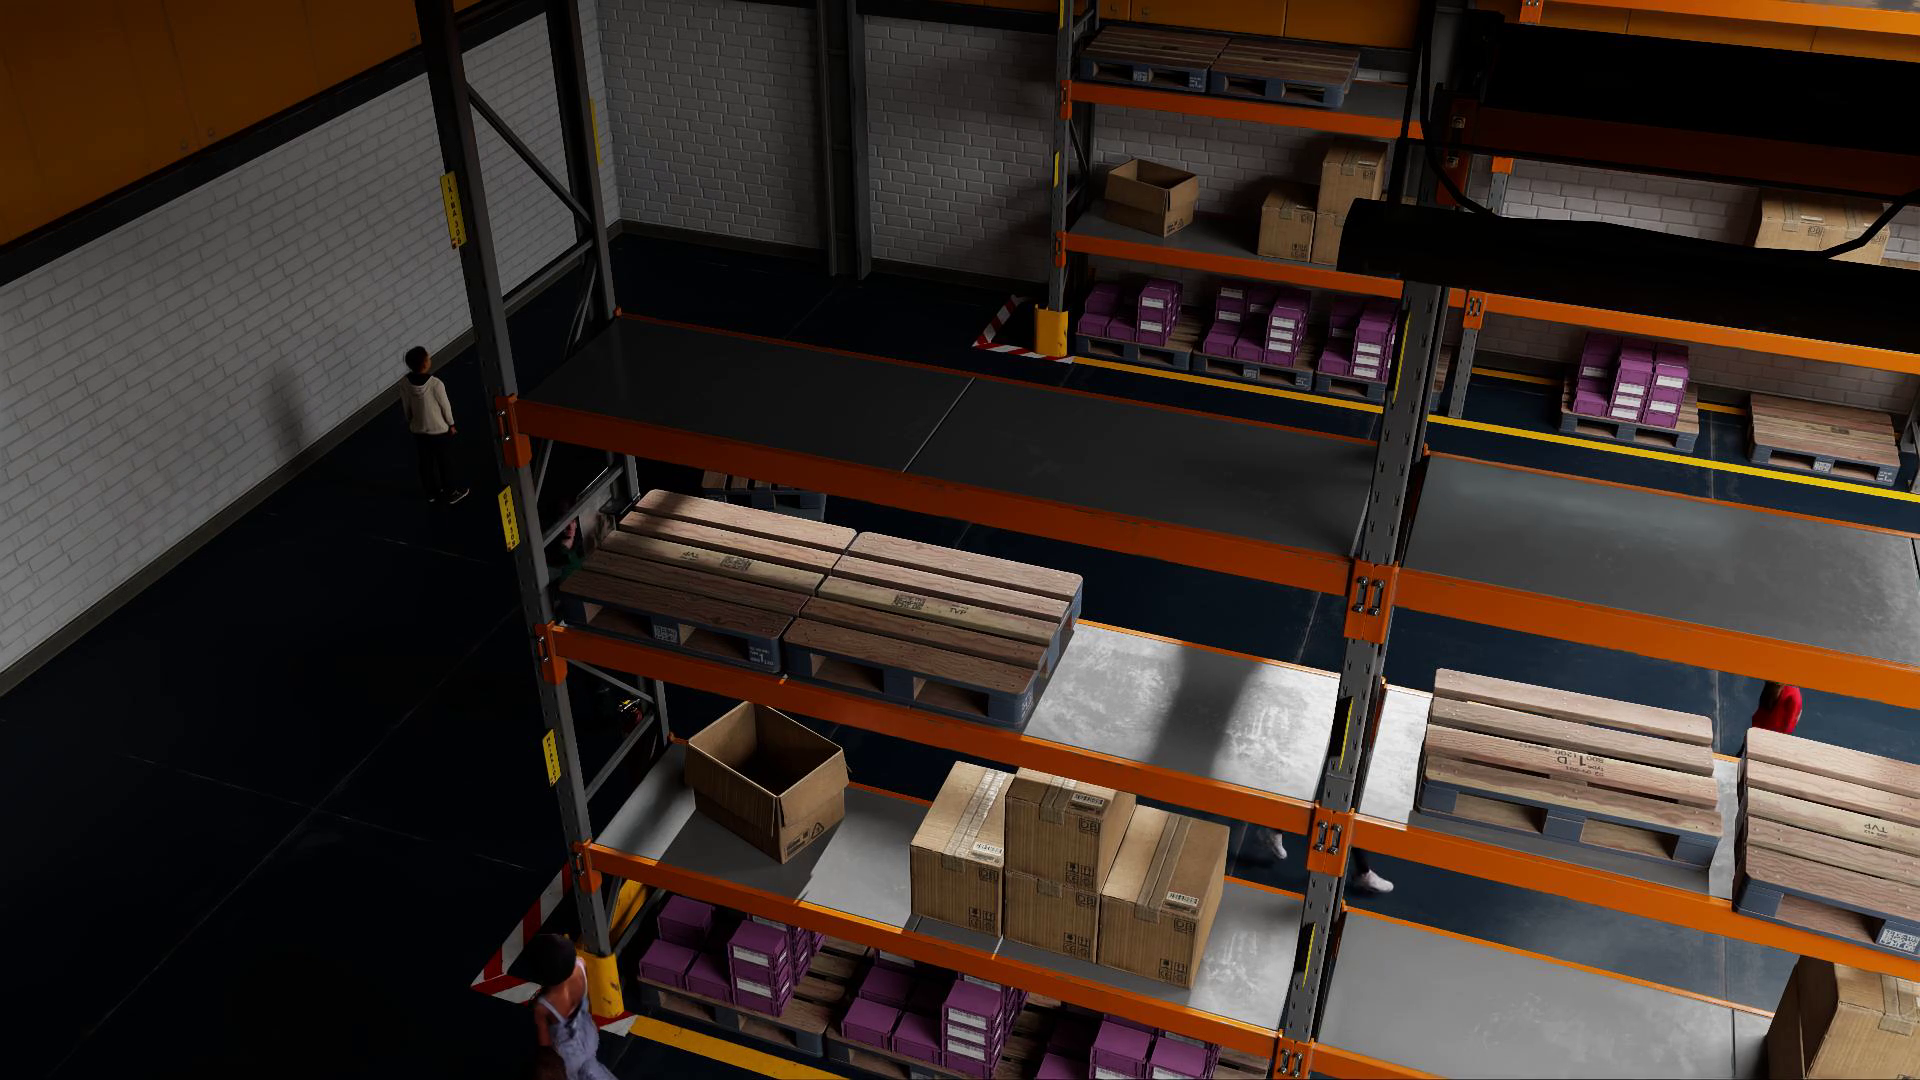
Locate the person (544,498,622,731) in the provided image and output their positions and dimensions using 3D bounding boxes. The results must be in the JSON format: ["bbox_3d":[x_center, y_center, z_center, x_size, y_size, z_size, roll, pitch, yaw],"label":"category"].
[{"bbox_3d":[-2.757,0.480,11.712,0.983,1.819,1.166,-26,42,-34],"label":"person"}]

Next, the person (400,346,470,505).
[{"bbox_3d":[-4.545,-0.980,14.239,0.472,1.453,0.664,7,34,11],"label":"person"}]

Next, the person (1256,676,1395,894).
[{"bbox_3d":[2.323,1.462,10.331,1.124,1.713,0.597,12,36,18],"label":"person"}]

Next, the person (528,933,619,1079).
[{"bbox_3d":[-1.934,2.653,8.566,0.862,1.682,0.660,17,37,24],"label":"person"}]
